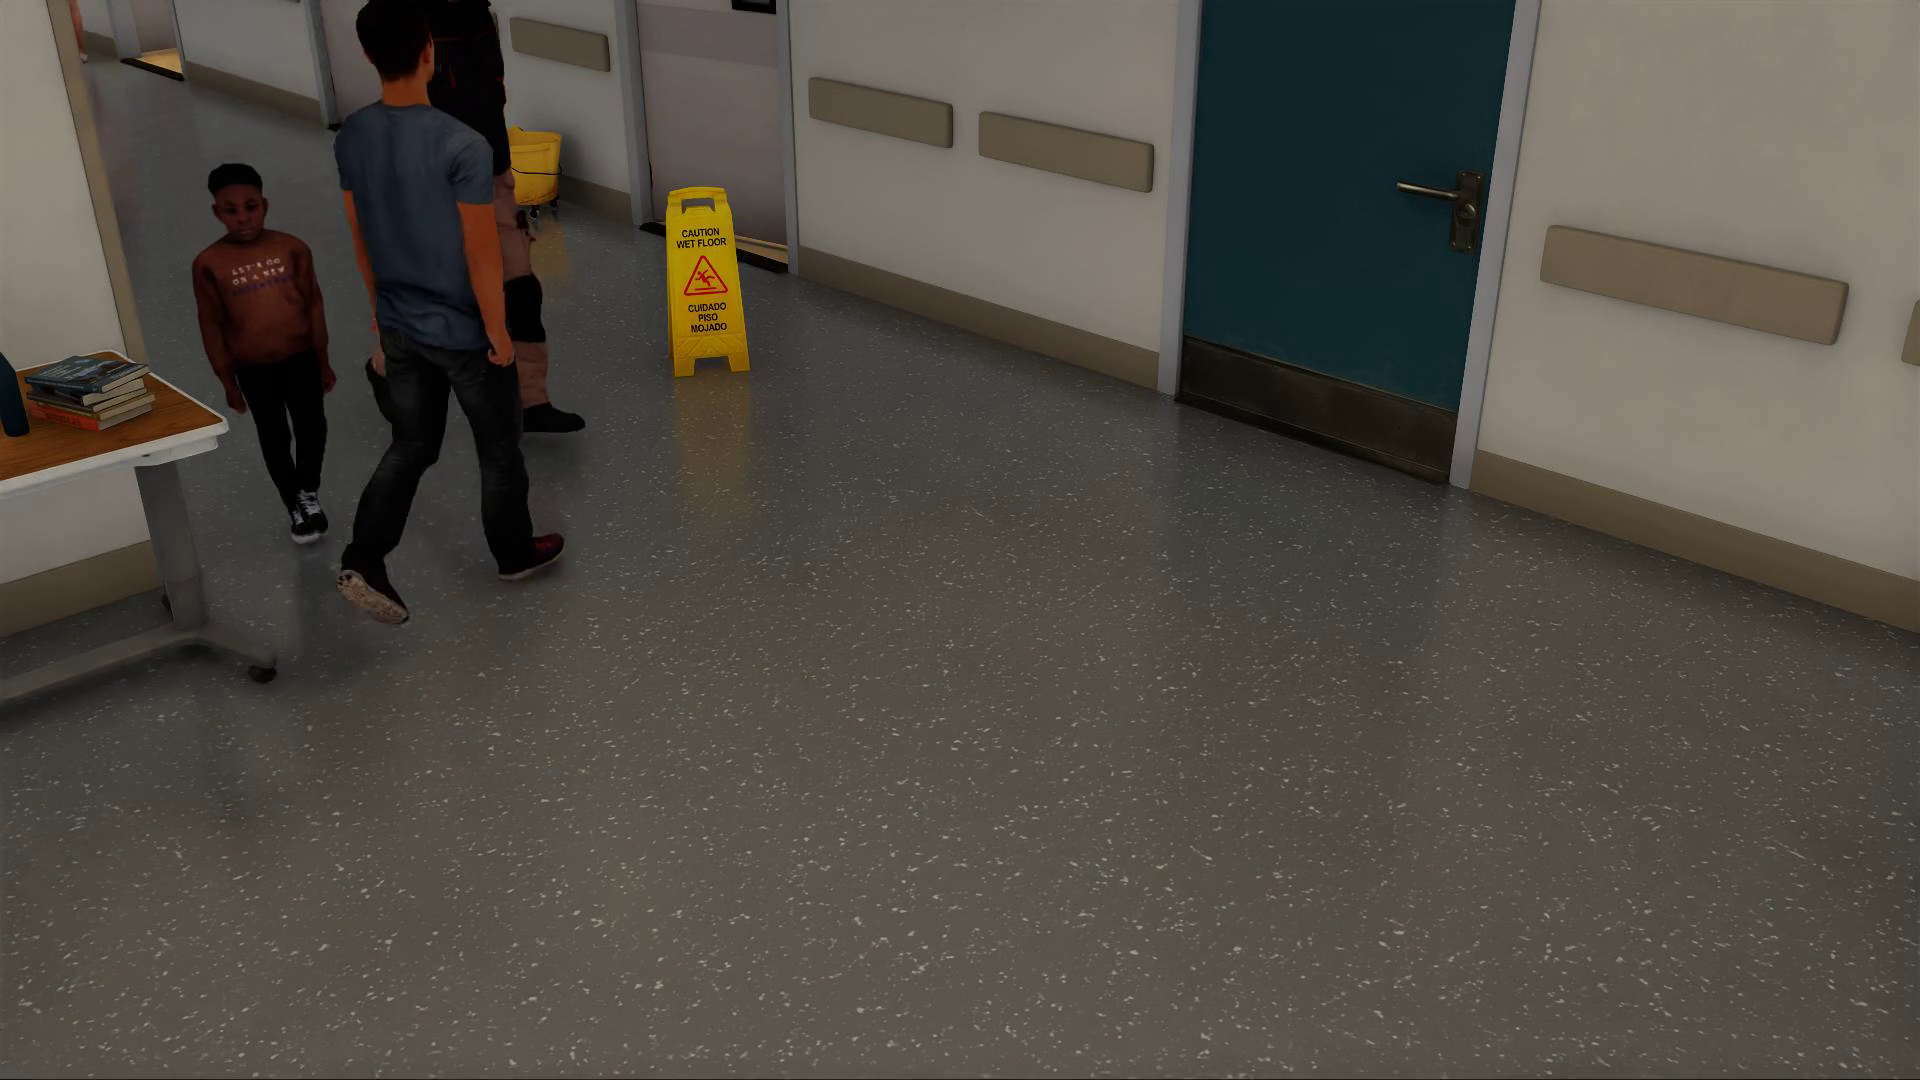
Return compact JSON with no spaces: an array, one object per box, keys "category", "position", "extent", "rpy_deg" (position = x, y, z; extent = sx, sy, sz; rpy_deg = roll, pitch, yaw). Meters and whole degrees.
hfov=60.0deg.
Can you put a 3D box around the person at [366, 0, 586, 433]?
[{"category":"person","position":[-1.879,-1.280,6.026],"extent":[1.254,1.898,0.922],"rpy_deg":[15,29,27]}]

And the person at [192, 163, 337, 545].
[{"category":"person","position":[-2.226,-0.605,5.378],"extent":[0.576,1.246,0.569],"rpy_deg":[-13,29,-25]}]

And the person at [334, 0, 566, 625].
[{"category":"person","position":[-1.539,-0.585,4.715],"extent":[1.116,1.784,1.009],"rpy_deg":[10,28,21]}]
